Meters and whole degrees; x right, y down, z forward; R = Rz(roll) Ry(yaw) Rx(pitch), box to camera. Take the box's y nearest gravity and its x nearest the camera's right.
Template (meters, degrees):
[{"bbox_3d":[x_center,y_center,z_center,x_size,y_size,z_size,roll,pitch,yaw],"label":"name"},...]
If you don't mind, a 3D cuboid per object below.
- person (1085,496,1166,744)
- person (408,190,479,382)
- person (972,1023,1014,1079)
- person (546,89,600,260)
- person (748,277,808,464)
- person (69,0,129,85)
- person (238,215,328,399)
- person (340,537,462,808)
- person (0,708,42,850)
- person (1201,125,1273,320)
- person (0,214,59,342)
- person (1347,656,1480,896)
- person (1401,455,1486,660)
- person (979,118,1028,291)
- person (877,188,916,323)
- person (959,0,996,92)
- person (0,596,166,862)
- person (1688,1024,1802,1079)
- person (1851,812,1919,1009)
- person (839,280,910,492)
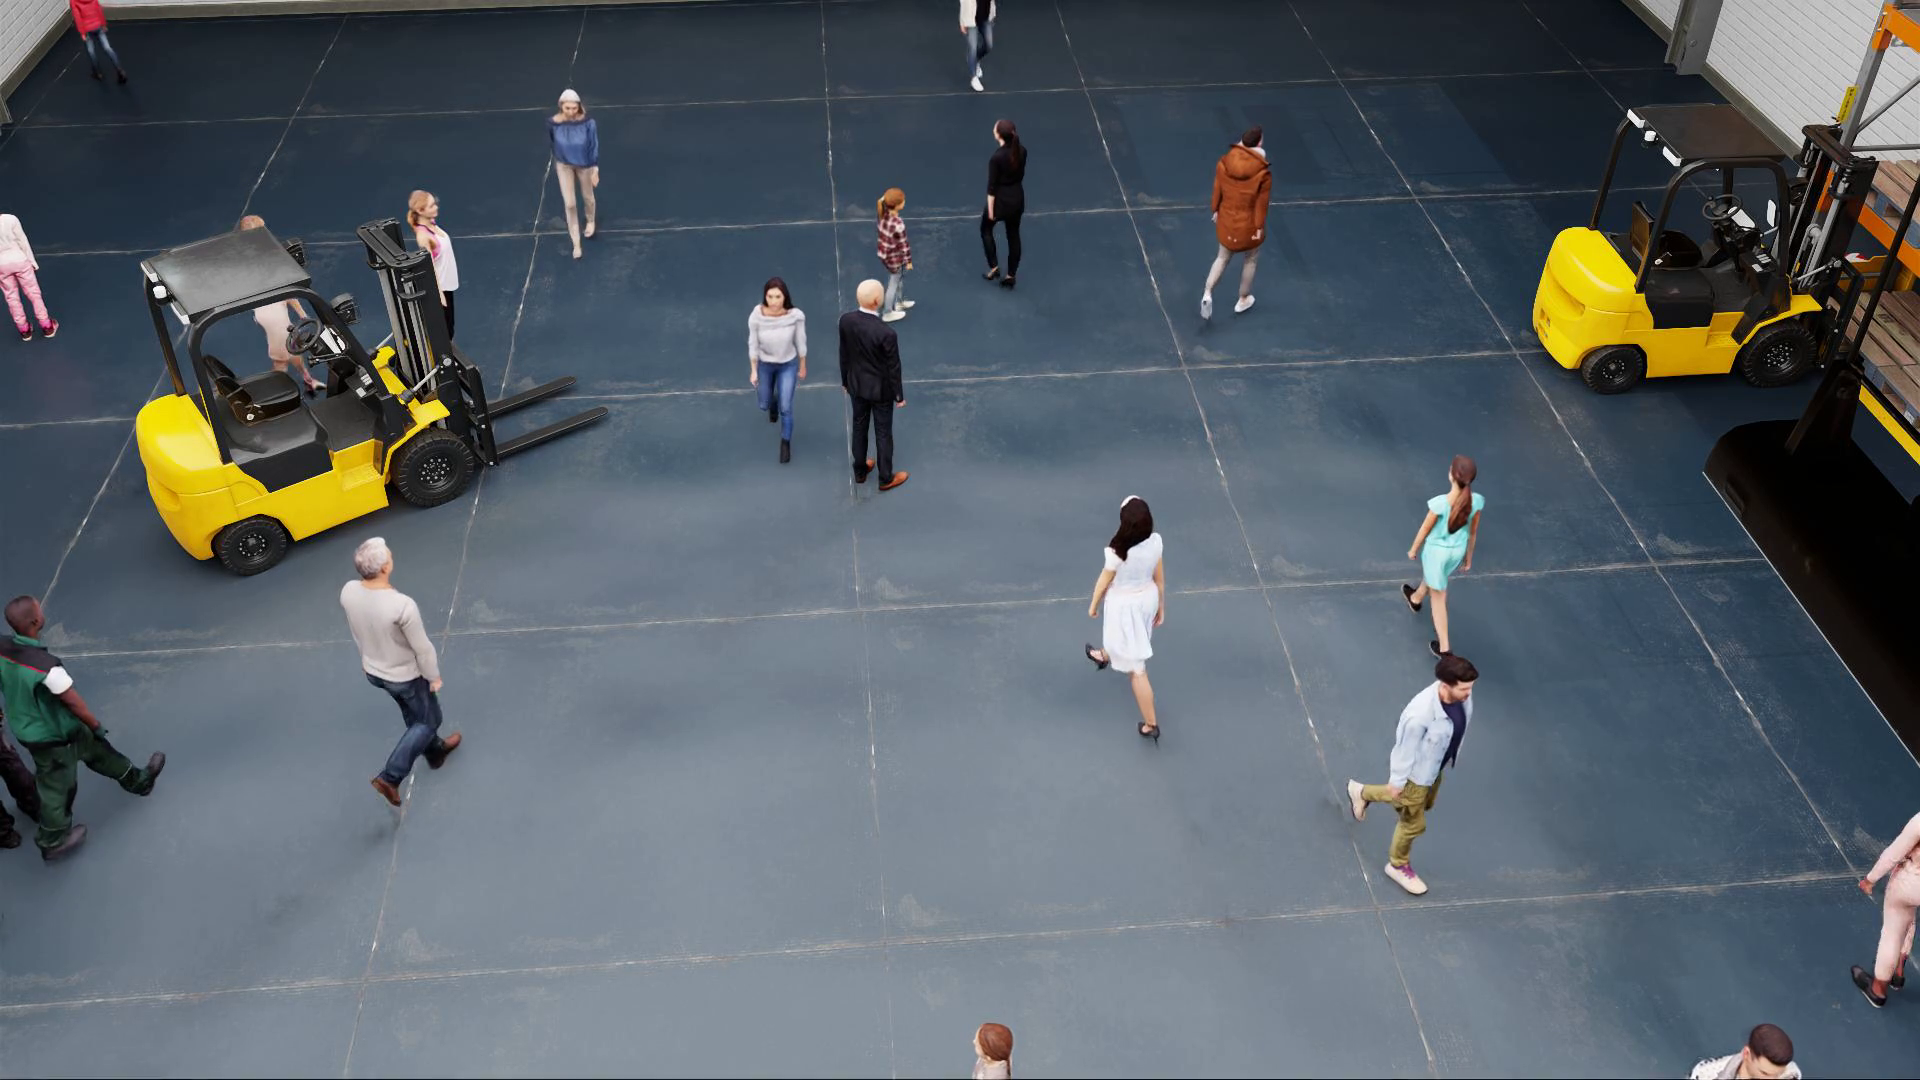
[{"bbox_3d":[1.135,0.568,10.644,0.951,1.752,1.281,-18,42,-21],"label":"person"},{"bbox_3d":[-4.380,-2.120,13.980,0.676,1.788,0.469,-6,39,-7],"label":"person"},{"bbox_3d":[0.168,2.805,8.289,0.604,1.194,0.481,8,39,10],"label":"person"},{"bbox_3d":[-3.684,-3.589,15.941,0.654,1.637,1.009,-3,39,-4],"label":"person"},{"bbox_3d":[-1.461,-1.405,13.222,0.614,1.618,0.812,-3,39,-4],"label":"person"},{"bbox_3d":[-9.878,-5.828,19.019,0.929,1.294,0.895,25,45,28],"label":"person"},{"bbox_3d":[-5.633,-1.733,13.481,0.892,1.807,0.954,29,47,31],"label":"person"},{"bbox_3d":[-3.477,0.840,10.193,1.055,1.890,1.195,16,41,19],"label":"person"},{"bbox_3d":[-5.943,1.112,9.905,0.850,1.823,0.730,17,42,20],"label":"person"},{"bbox_3d":[2.448,-2.782,14.787,1.029,1.816,1.125,22,44,25],"label":"person"},{"bbox_3d":[-8.369,-2.441,14.656,0.580,1.447,0.574,-14,41,-17],"label":"person"},{"bbox_3d":[2.616,1.281,9.726,1.007,1.784,1.121,-28,46,-31],"label":"person"},{"bbox_3d":[3.333,0.136,11.371,0.634,1.520,1.092,-7,39,-8],"label":"person"},{"bbox_3d":[0.468,-3.028,15.233,0.727,1.644,0.767,-24,45,-27],"label":"person"},{"bbox_3d":[-0.653,-2.537,14.899,0.720,1.294,0.655,-19,42,-23],"label":"person"},{"bbox_3d":[0.154,-5.960,18.917,0.748,1.629,0.805,-17,42,-20],"label":"person"},{"bbox_3d":[-5.443,1.191,9.845,1.123,1.774,1.248,20,43,23],"label":"person"},{"bbox_3d":[3.504,2.818,7.740,0.690,1.859,0.548,-5,39,-6],"label":"person"},{"bbox_3d":[5.223,1.943,8.960,0.674,1.705,0.639,-9,40,-11],"label":"person"},{"bbox_3d":[-0.684,-1.189,12.807,0.774,1.797,0.785,20,43,23],"label":"person"}]
